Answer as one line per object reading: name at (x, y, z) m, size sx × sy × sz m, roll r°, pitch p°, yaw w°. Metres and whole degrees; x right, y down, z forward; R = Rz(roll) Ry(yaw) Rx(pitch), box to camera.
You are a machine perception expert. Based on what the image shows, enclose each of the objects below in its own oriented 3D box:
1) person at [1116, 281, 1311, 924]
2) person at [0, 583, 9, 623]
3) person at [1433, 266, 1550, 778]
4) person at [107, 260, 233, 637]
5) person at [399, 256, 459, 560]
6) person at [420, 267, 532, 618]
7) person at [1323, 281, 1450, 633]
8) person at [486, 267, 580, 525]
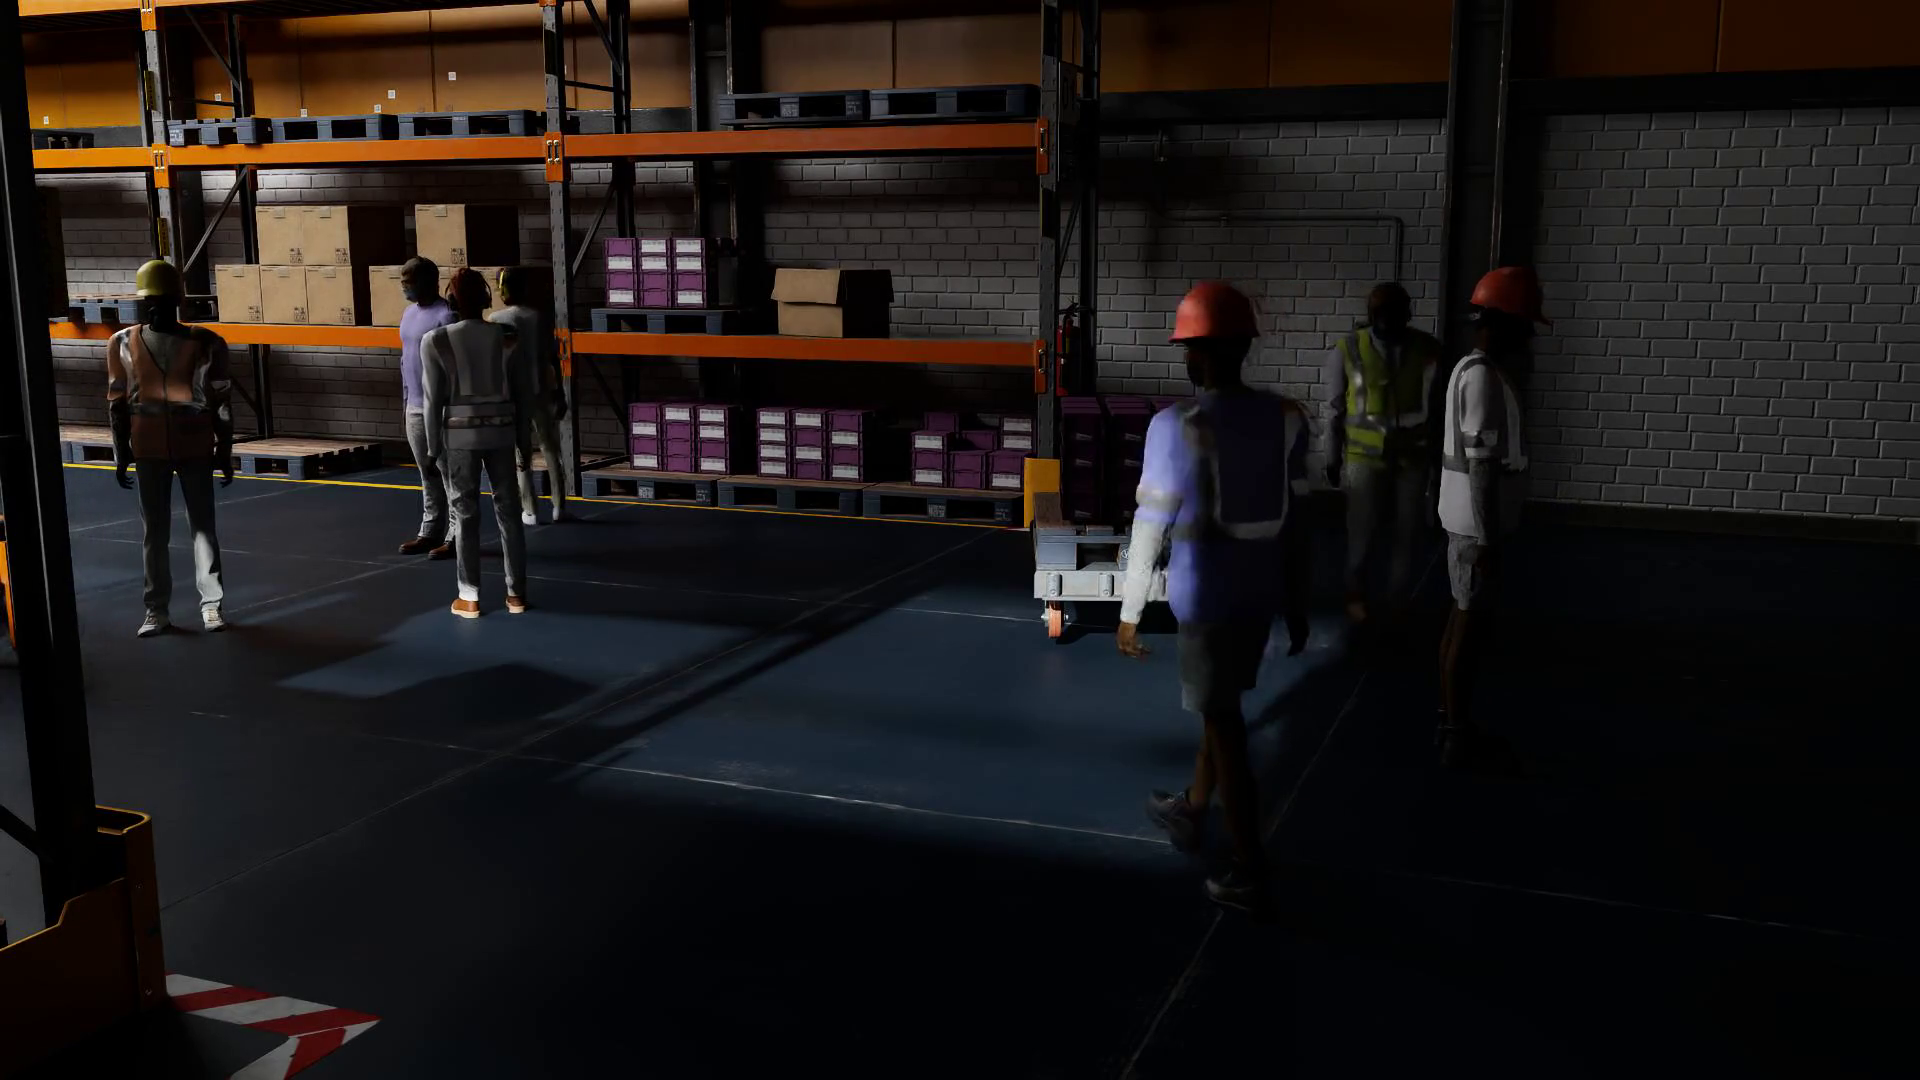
person at (0.746, 0.158, 5.181) m, size 0.576 × 1.890 × 0.945 m, roll -5°, pitch 11°, yaw -26°
person at (-5.279, -0.475, 8.743) m, size 0.574 × 1.885 × 0.356 m, roll 9°, pitch 14°, yaw 42°
person at (2.021, -0.071, 6.368) m, size 0.366 × 1.930 × 0.542 m, roll 2°, pitch 10°, yaw 12°
person at (-4.053, -0.467, 8.576) m, size 0.585 × 1.927 × 0.366 m, roll -3°, pitch 11°, yaw -18°
person at (-3.372, -0.841, 10.645) m, size 0.627 × 1.934 × 0.371 m, roll 9°, pitch 13°, yaw 40°
person at (-2.595, -0.519, 8.982) m, size 0.572 × 1.887 × 0.355 m, roll -5°, pitch 11°, yaw -27°
person at (2.215, -0.424, 8.622) m, size 0.638 × 1.823 × 0.433 m, roll 0°, pitch 10°, yaw 1°
person at (-3.043, -1.011, 11.861) m, size 0.635 × 1.849 × 0.436 m, roll -8°, pitch 13°, yaw -38°
